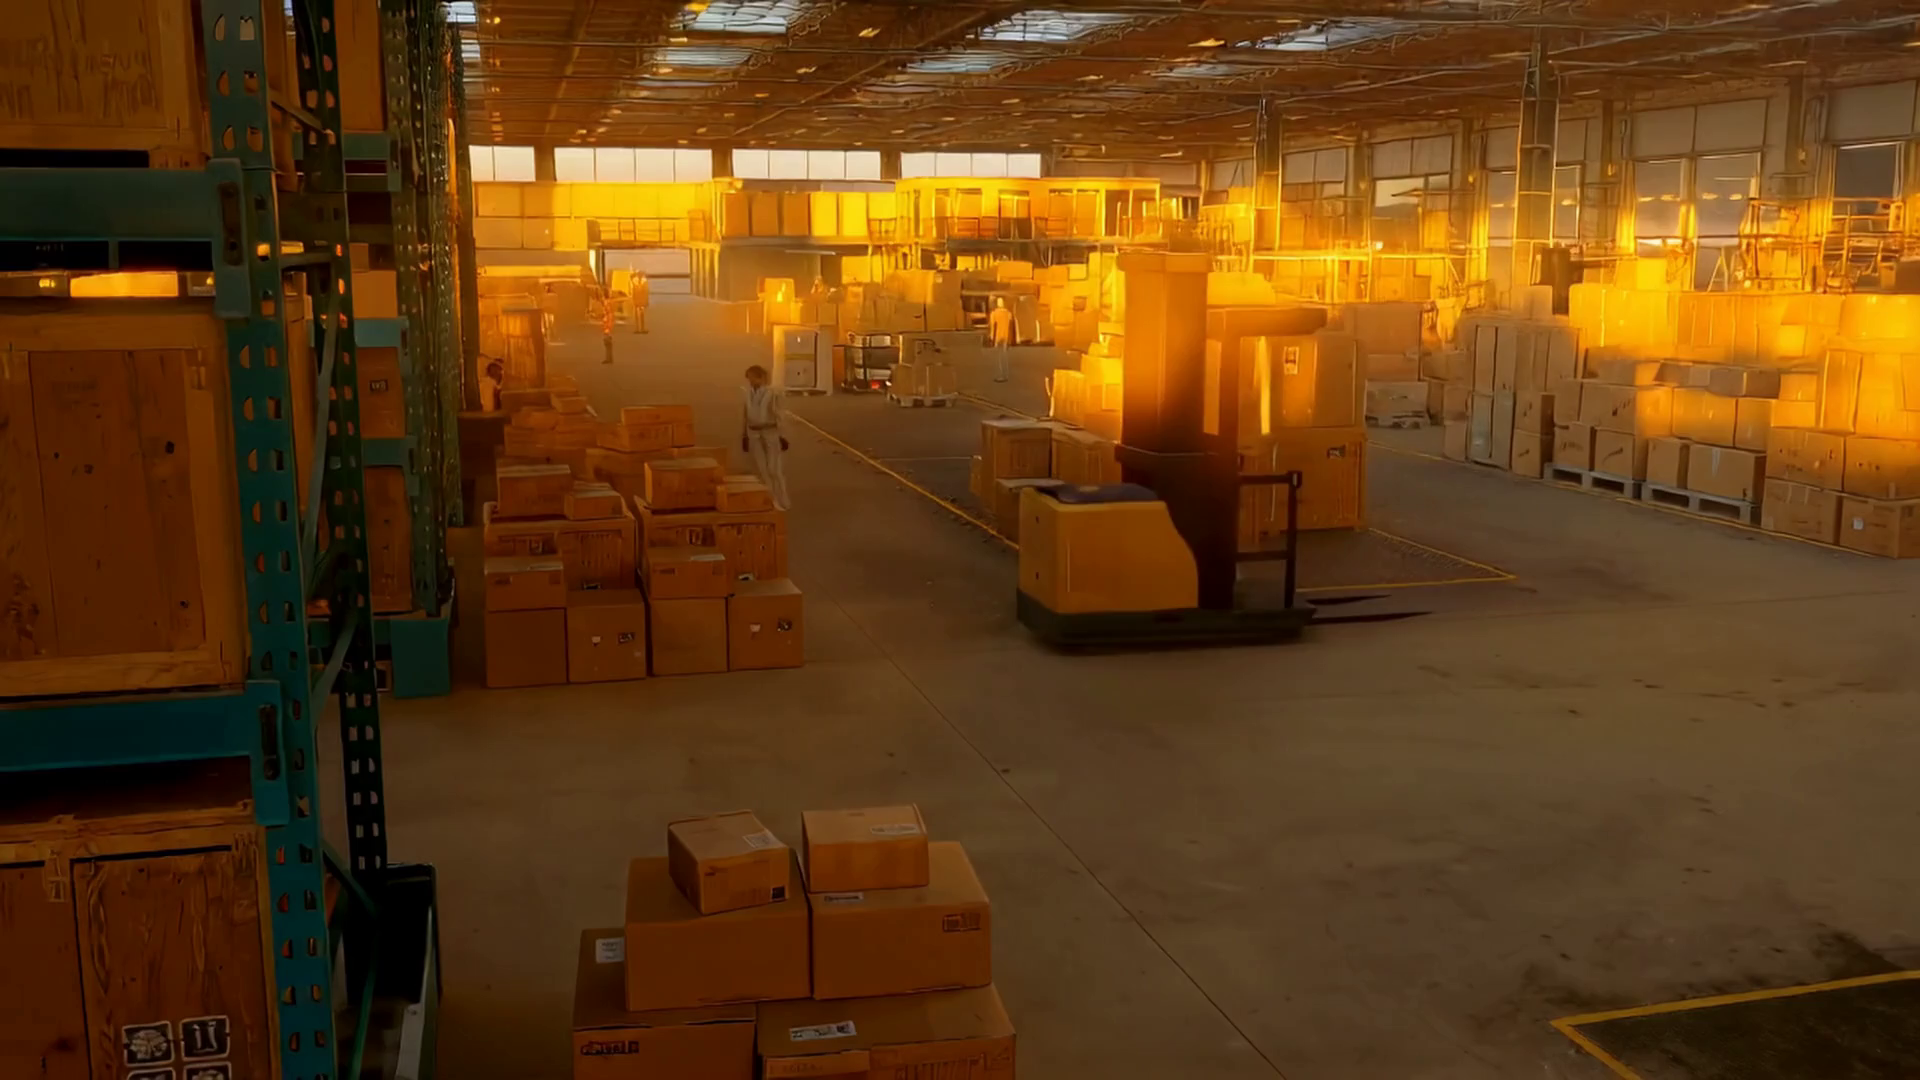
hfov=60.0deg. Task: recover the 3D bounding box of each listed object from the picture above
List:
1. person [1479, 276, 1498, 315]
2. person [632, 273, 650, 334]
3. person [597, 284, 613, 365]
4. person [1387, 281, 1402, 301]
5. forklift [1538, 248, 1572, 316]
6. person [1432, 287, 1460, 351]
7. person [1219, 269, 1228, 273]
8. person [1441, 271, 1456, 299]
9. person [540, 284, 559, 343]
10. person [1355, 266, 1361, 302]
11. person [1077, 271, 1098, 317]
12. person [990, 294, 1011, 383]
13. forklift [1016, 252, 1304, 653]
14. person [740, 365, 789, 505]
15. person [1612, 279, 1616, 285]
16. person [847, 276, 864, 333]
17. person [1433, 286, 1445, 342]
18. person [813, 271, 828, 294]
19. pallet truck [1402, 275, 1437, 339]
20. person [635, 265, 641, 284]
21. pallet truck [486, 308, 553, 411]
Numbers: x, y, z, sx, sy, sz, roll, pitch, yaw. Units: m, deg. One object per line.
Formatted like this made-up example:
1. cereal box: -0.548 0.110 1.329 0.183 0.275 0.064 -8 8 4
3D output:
1. person: 18.407 -8.271 57.991 0.637 1.823 0.546 3 10 14
2. person: -10.515 -7.801 54.849 0.379 1.996 0.608 9 14 43
3. person: -8.612 -5.238 40.423 0.361 1.962 0.618 -2 10 -10
4. person: 12.011 -6.259 46.388 0.826 1.904 0.588 -2 10 -13
5. forklift: 14.275 -5.647 40.152 1.873 2.768 1.129 -2 10 -12
6. person: 11.837 -5.204 40.449 0.640 1.906 0.969 6 12 32
7. person: 15.096 -14.952 95.500 0.639 1.948 1.030 -3 11 -18
8. person: 19.585 -9.852 66.724 0.614 1.919 0.925 3 11 19
9. person: -12.242 -6.734 49.481 0.556 1.745 0.545 1 10 8
10. person: 19.366 -12.466 81.491 0.620 1.911 0.419 -4 11 -21
11. person: 5.314 -9.965 67.434 1.083 1.877 0.640 6 12 31
12. person: 0.859 -4.257 35.142 0.533 1.868 0.310 -9 13 -42
13. forklift: 1.437 -0.692 12.089 1.873 2.768 1.129 -3 10 -15
14. person: -2.106 -1.059 17.764 0.535 1.617 0.538 6 12 31
15. person: 22.320 -8.011 56.749 0.493 1.746 0.282 1 10 7
16. person: -3.267 -7.260 51.945 0.543 1.939 0.361 1 10 4
17. person: 14.515 -6.818 50.146 0.320 1.692 0.555 -3 10 -14
18. person: -4.887 -8.437 58.325 0.535 2.000 0.784 -1 10 -8
19. pallet truck: 14.620 -7.324 52.145 0.823 1.965 1.885 8 13 40
20. person: -16.683 -13.294 86.268 0.354 1.886 0.572 -3 10 -15
21. pallet truck: -6.242 -2.418 24.362 0.823 1.965 1.885 1 10 3
